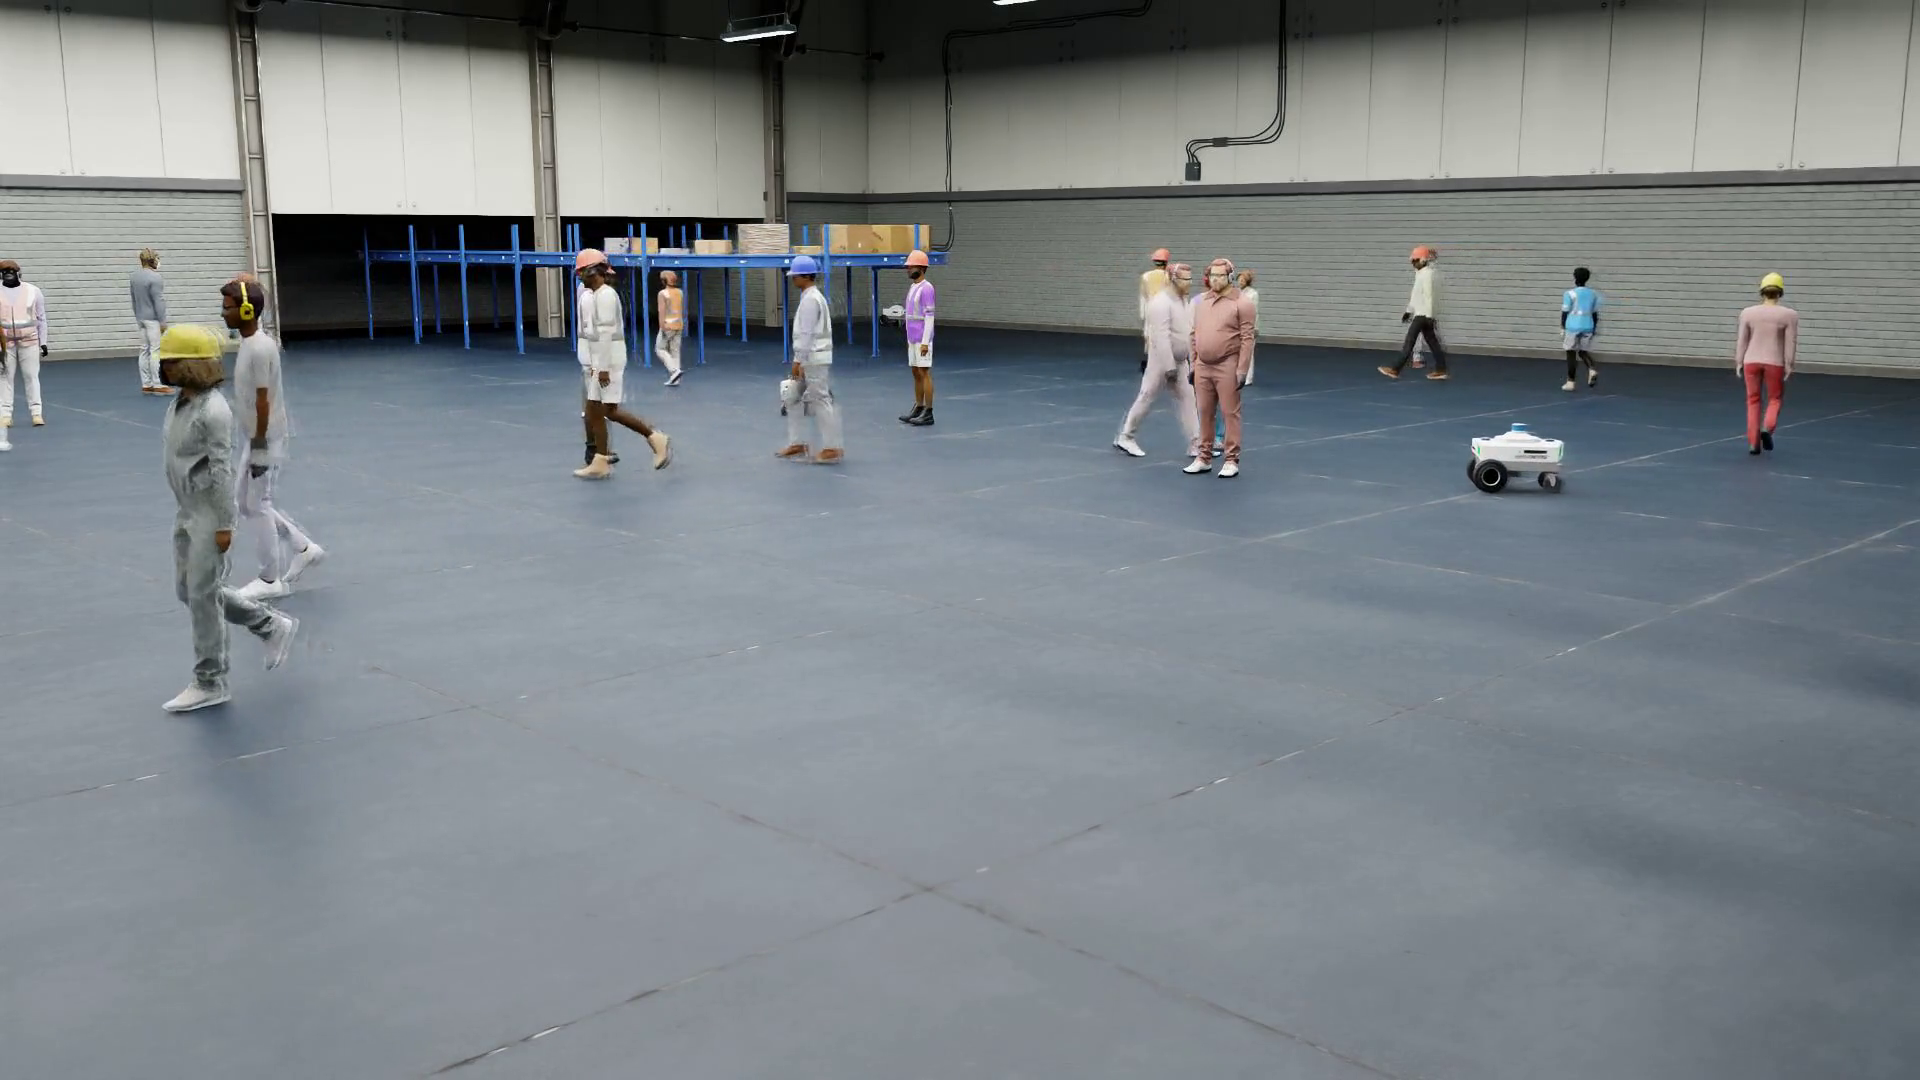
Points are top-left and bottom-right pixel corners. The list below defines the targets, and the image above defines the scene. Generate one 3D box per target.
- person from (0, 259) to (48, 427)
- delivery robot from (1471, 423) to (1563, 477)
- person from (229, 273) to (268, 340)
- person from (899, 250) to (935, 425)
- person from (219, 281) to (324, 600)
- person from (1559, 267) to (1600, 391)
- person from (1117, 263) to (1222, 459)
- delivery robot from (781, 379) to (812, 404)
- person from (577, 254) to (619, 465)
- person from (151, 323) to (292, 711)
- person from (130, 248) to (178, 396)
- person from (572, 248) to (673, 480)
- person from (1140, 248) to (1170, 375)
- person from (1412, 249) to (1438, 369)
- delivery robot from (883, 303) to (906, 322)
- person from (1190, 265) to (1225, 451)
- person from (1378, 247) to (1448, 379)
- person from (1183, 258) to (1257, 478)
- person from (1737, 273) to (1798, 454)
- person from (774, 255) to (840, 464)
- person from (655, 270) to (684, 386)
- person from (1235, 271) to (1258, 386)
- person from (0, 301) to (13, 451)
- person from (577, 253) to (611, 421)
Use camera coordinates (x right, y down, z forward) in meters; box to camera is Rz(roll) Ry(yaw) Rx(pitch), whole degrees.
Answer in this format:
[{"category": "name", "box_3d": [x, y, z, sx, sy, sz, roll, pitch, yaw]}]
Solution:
[{"category": "person", "box_3d": [-10.509, -2.193, 18.528, 0.623, 1.845, 0.430, -5, 12, -26]}, {"category": "delivery robot", "box_3d": [4.670, -0.734, 13.943, 0.707, 0.478, 0.477, 2, 11, 10]}, {"category": "person", "box_3d": [-9.826, -2.910, 23.094, 0.836, 1.597, 0.507, 3, 11, 18]}, {"category": "person", "box_3d": [-0.474, -2.277, 18.711, 0.347, 1.942, 0.549, -4, 11, -22]}, {"category": "person", "box_3d": [-4.070, -0.579, 9.716, 0.445, 1.856, 0.512, -6, 12, -29]}, {"category": "person", "box_3d": [8.459, -2.870, 22.653, 0.543, 1.687, 0.429, -2, 11, -13]}, {"category": "person", "box_3d": [1.970, -1.696, 15.828, 1.037, 1.859, 0.648, 8, 13, 36]}, {"category": "delivery robot", "box_3d": [-1.874, -1.831, 19.926, 0.477, 0.478, 0.707, 3, 11, 17]}, {"category": "person", "box_3d": [-3.368, -1.685, 15.495, 0.379, 1.938, 0.547, -2, 11, -11]}, {"category": "person", "box_3d": [-3.365, -0.119, 7.540, 0.489, 1.726, 0.594, 9, 14, 41]}, {"category": "person", "box_3d": [-10.743, -2.897, 22.101, 0.631, 1.938, 0.362, 7, 13, 35]}, {"category": "person", "box_3d": [-2.983, -1.533, 14.510, 0.788, 2.003, 0.666, -4, 11, -19]}, {"category": "person", "box_3d": [2.889, -3.320, 24.444, 0.555, 1.923, 0.584, 5, 12, 26]}, {"category": "person", "box_3d": [7.478, -3.713, 26.707, 0.404, 1.897, 0.804, 6, 12, 30]}, {"category": "delivery robot", "box_3d": [-1.472, -5.304, 38.866, 0.477, 0.478, 0.707, -10, 14, -44]}, {"category": "person", "box_3d": [2.552, -1.802, 16.483, 0.589, 1.821, 0.456, -2, 11, -12]}, {"category": "person", "box_3d": [6.753, -3.336, 24.508, 1.042, 1.935, 0.633, 2, 11, 11]}, {"category": "person", "box_3d": [2.274, -1.518, 14.668, 0.643, 1.909, 0.411, 10, 14, 42]}, {"category": "person", "box_3d": [7.776, -1.698, 16.076, 0.528, 1.754, 0.428, 7, 13, 34]}, {"category": "person", "box_3d": [-1.470, -1.669, 15.461, 0.763, 1.921, 0.620, -2, 11, -9]}, {"category": "person", "box_3d": [-4.060, -2.968, 23.343, 0.383, 1.628, 0.519, 7, 12, 33]}, {"category": "person", "box_3d": [3.976, -2.964, 23.369, 0.568, 1.602, 0.529, -10, 14, -43]}, {"category": "person", "box_3d": [-9.618, -1.795, 16.288, 0.532, 1.868, 0.310, -6, 12, -30]}, {"category": "person", "box_3d": [-4.186, -2.340, 19.096, 0.383, 1.924, 0.594, -5, 11, -25]}]
